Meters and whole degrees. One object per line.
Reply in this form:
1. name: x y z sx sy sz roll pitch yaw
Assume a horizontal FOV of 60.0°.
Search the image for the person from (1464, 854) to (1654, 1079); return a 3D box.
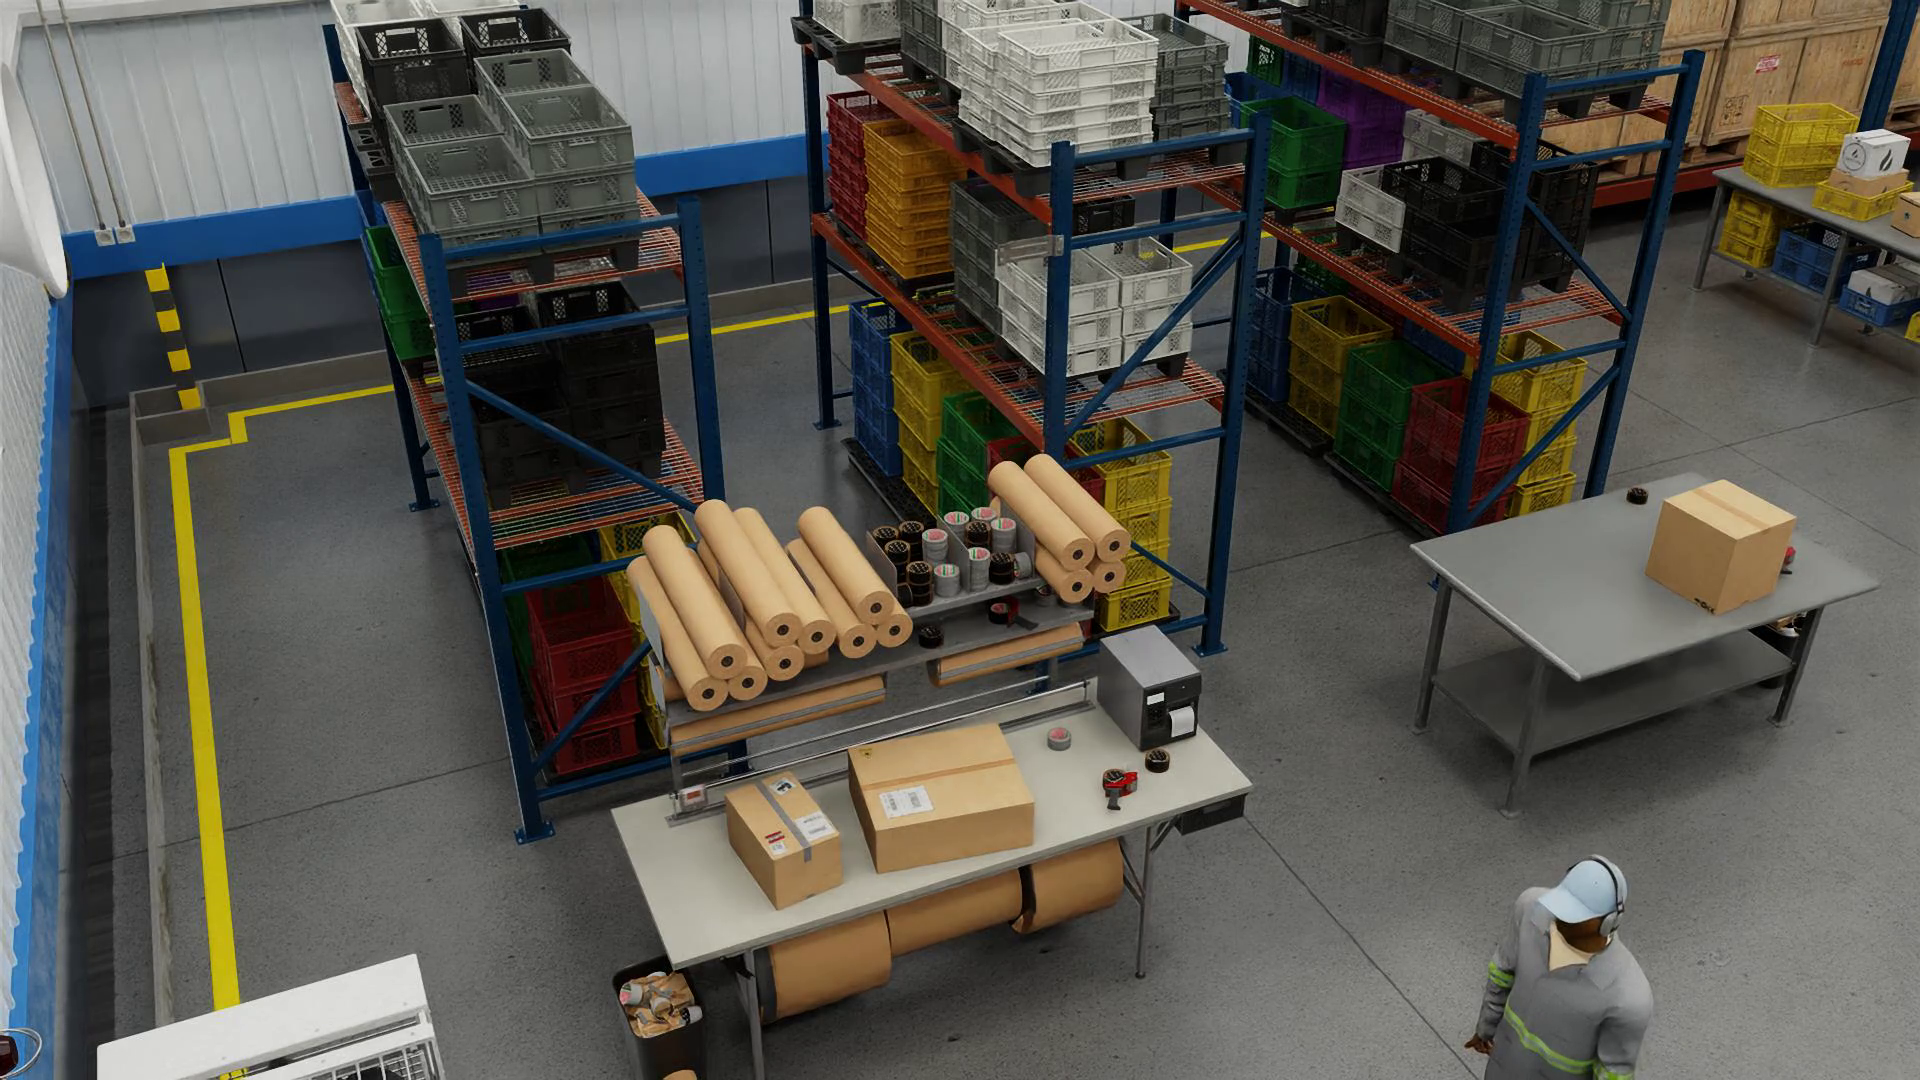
1. person: 1.943 1.775 5.578 0.365 1.852 0.589 -15 34 -22
